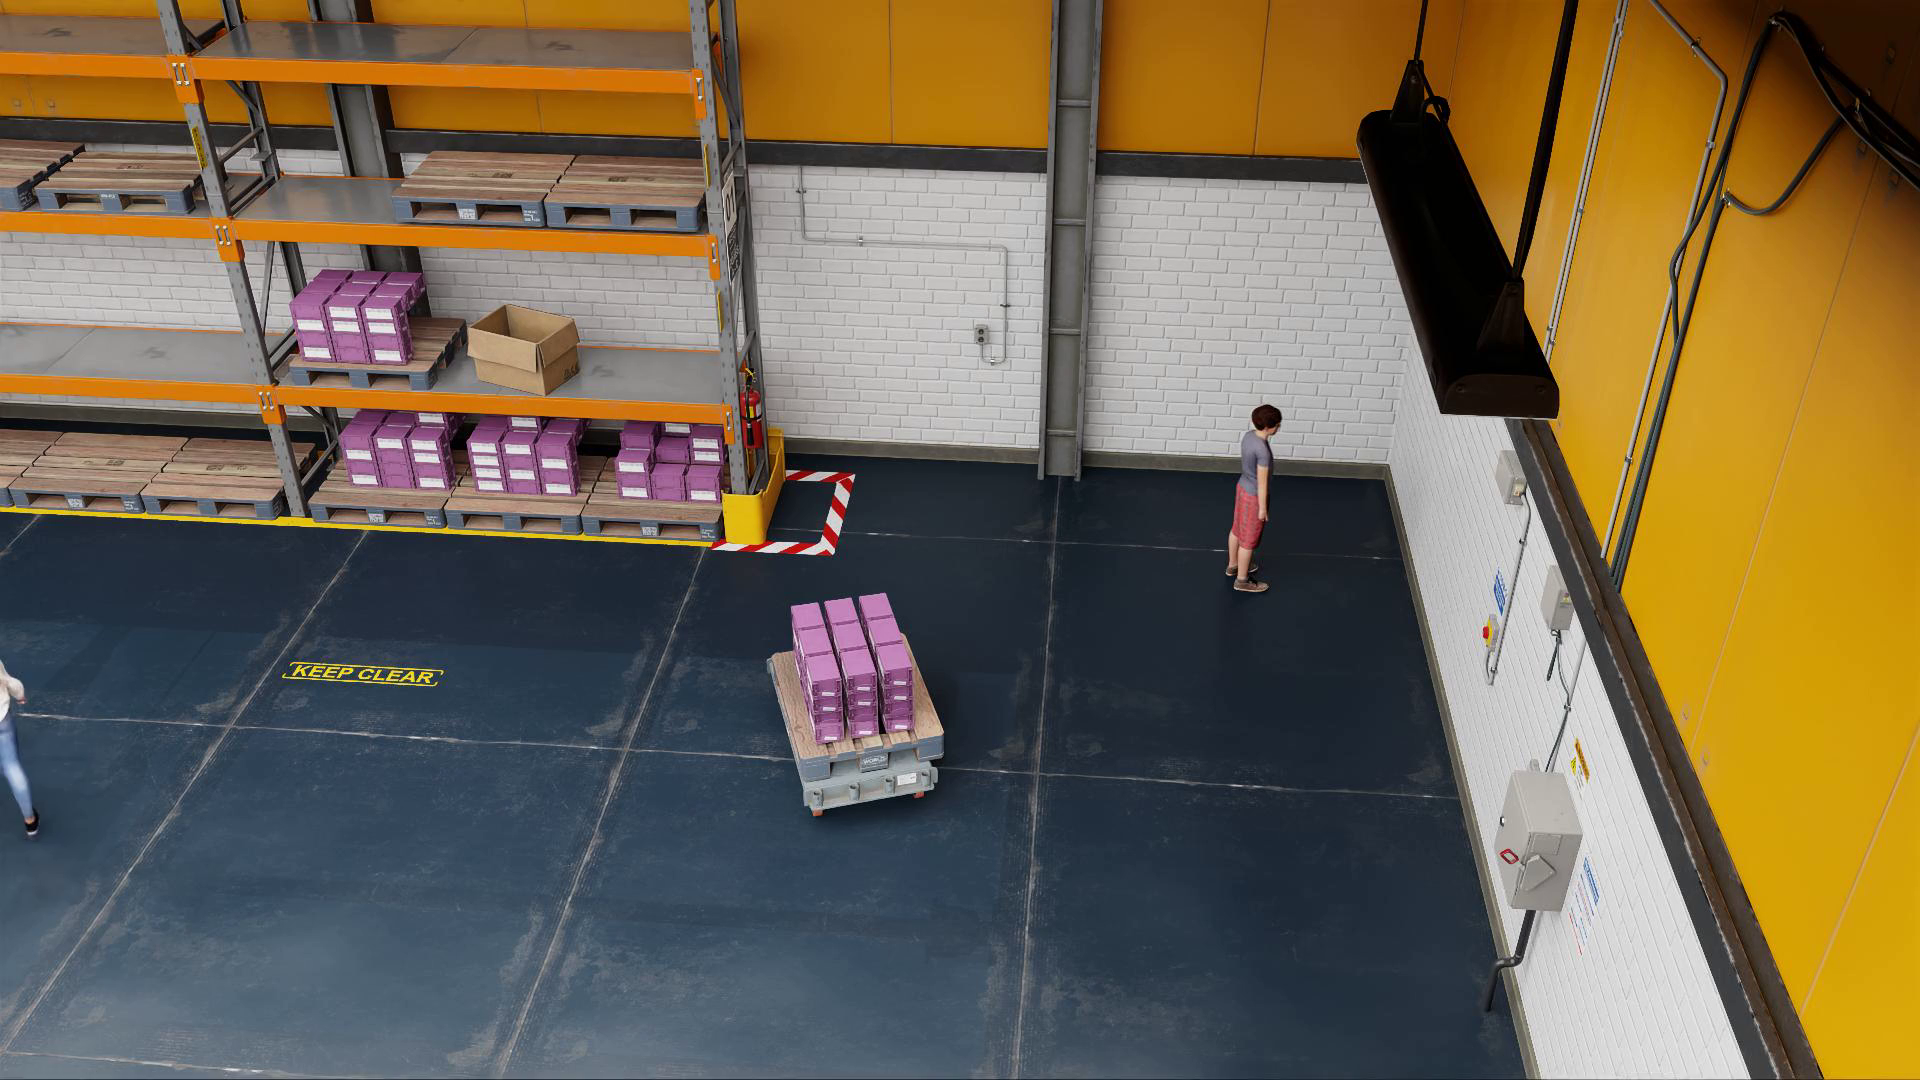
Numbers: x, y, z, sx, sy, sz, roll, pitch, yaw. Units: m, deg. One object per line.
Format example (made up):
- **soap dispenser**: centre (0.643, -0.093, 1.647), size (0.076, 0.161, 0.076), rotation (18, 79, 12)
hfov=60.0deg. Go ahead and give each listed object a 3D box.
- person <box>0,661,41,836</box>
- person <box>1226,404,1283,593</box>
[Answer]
- **person**: centre (-6.450, 1.265, 11.045), size (1.147, 1.638, 1.183), rotation (-22, 39, -29)
- **person**: centre (2.371, -0.360, 13.480), size (0.587, 1.649, 0.639), rotation (-5, 34, -7)
